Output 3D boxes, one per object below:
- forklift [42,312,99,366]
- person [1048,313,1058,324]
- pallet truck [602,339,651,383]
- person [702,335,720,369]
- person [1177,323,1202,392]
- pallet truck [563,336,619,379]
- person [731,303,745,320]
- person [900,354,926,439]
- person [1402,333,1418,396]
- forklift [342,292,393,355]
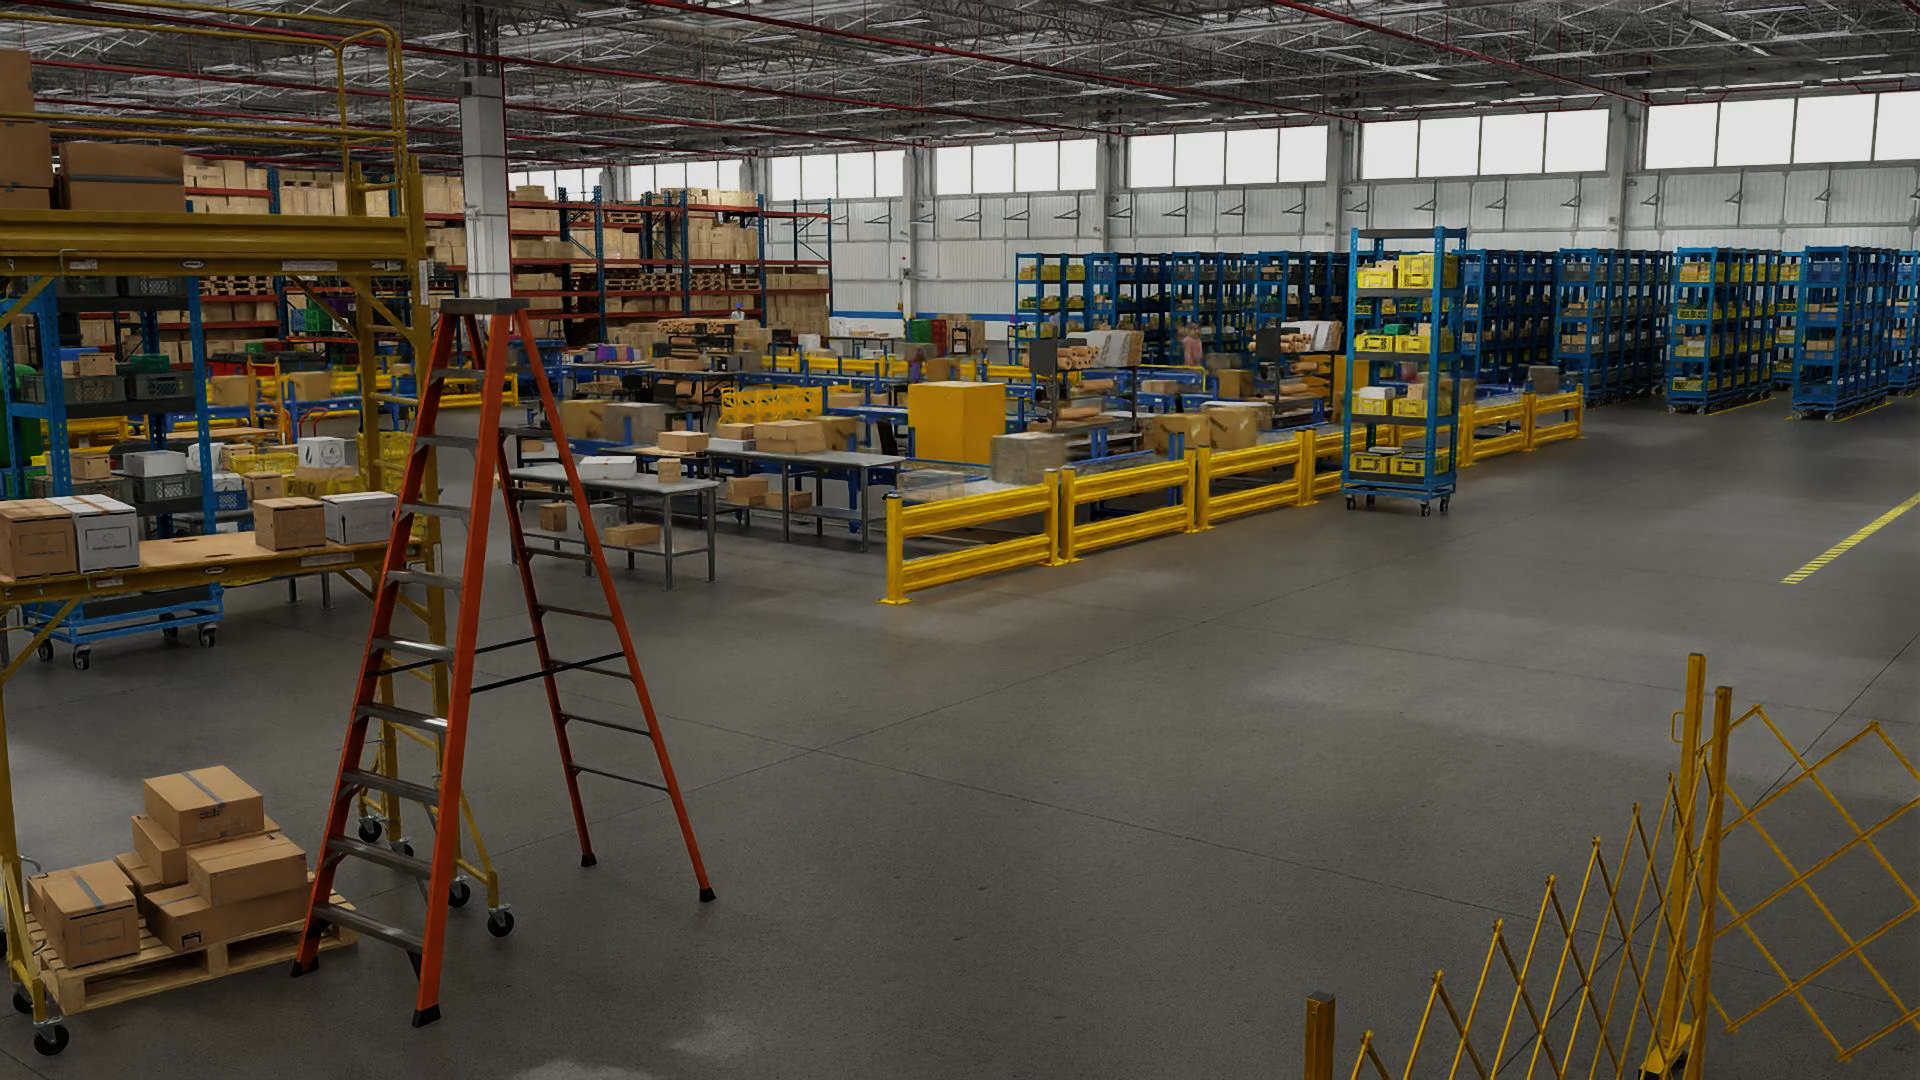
[{"bbox_3d":[-23.779,-5.451,44.052,1.873,2.768,1.129,7,11,36],"label":"forklift"},{"bbox_3d":[3.006,-6.646,54.169,0.457,2.023,0.633,3,10,20],"label":"person"},{"bbox_3d":[-8.991,-4.871,45.351,0.653,1.274,1.630,7,11,37],"label":"pallet truck"},{"bbox_3d":[-6.117,-4.358,40.594,0.786,1.802,0.587,4,10,24],"label":"person"},{"bbox_3d":[5.471,-4.208,39.475,0.963,1.869,0.660,8,12,40],"label":"person"},{"bbox_3d":[-10.690,-5.294,48.215,1.601,1.201,0.680,-5,10,-26],"label":"pallet truck"},{"bbox_3d":[-8.352,-7.983,62.785,0.605,1.939,0.411,-9,12,-43],"label":"person"},{"bbox_3d":[-0.795,-2.613,30.395,0.873,1.571,0.596,2,9,13],"label":"person"},{"bbox_3d":[9.746,-3.617,36.091,0.537,1.752,0.559,-8,12,-40],"label":"person"},{"bbox_3d":[-16.485,-5.622,45.120,1.129,2.768,1.873,7,11,37],"label":"forklift"}]
